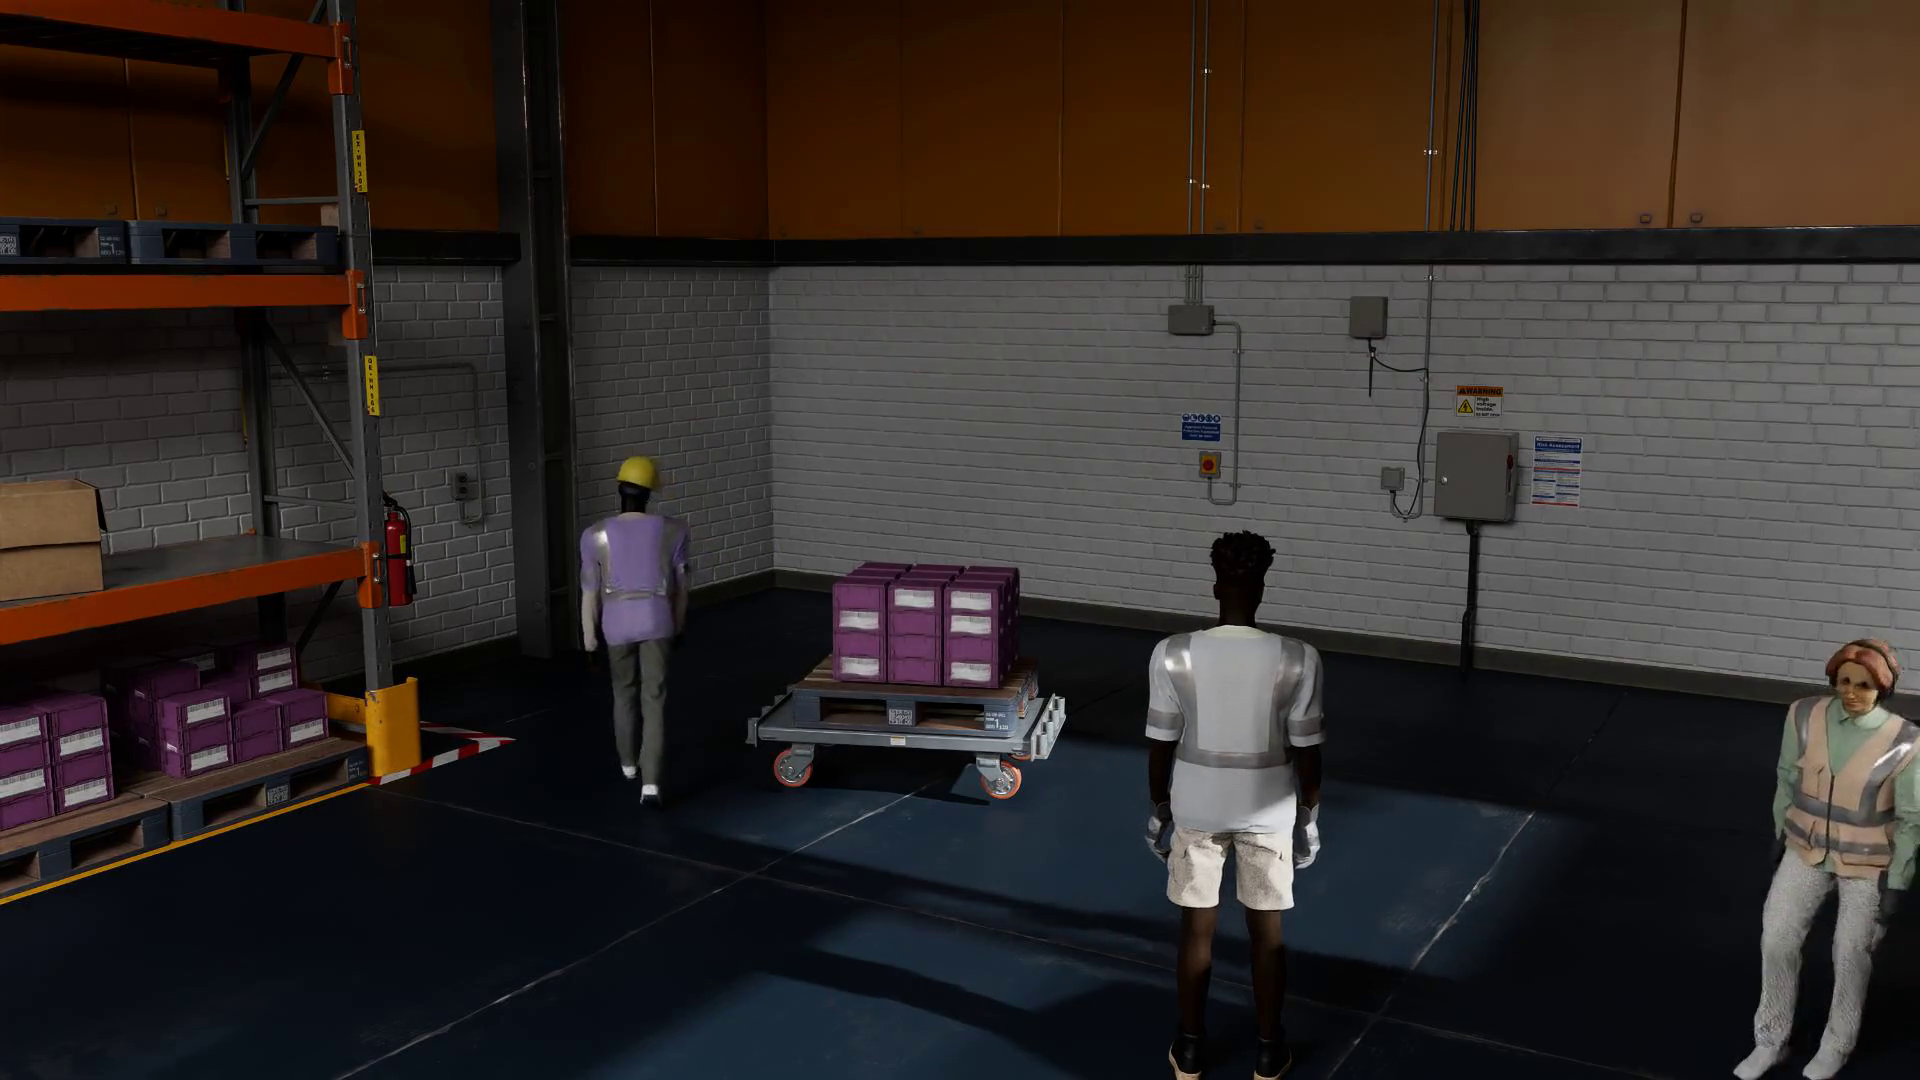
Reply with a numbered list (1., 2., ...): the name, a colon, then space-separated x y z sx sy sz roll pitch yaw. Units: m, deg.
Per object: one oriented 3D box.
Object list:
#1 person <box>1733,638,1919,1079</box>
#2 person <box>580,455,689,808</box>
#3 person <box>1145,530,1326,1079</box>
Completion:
1. person: 2.983 1.125 5.687 0.618 1.610 0.532 -7 11 -37
2. person: -1.751 0.480 9.011 0.581 1.869 1.042 -2 9 -11
3. person: 0.952 0.938 5.797 0.614 1.964 0.361 1 9 9
